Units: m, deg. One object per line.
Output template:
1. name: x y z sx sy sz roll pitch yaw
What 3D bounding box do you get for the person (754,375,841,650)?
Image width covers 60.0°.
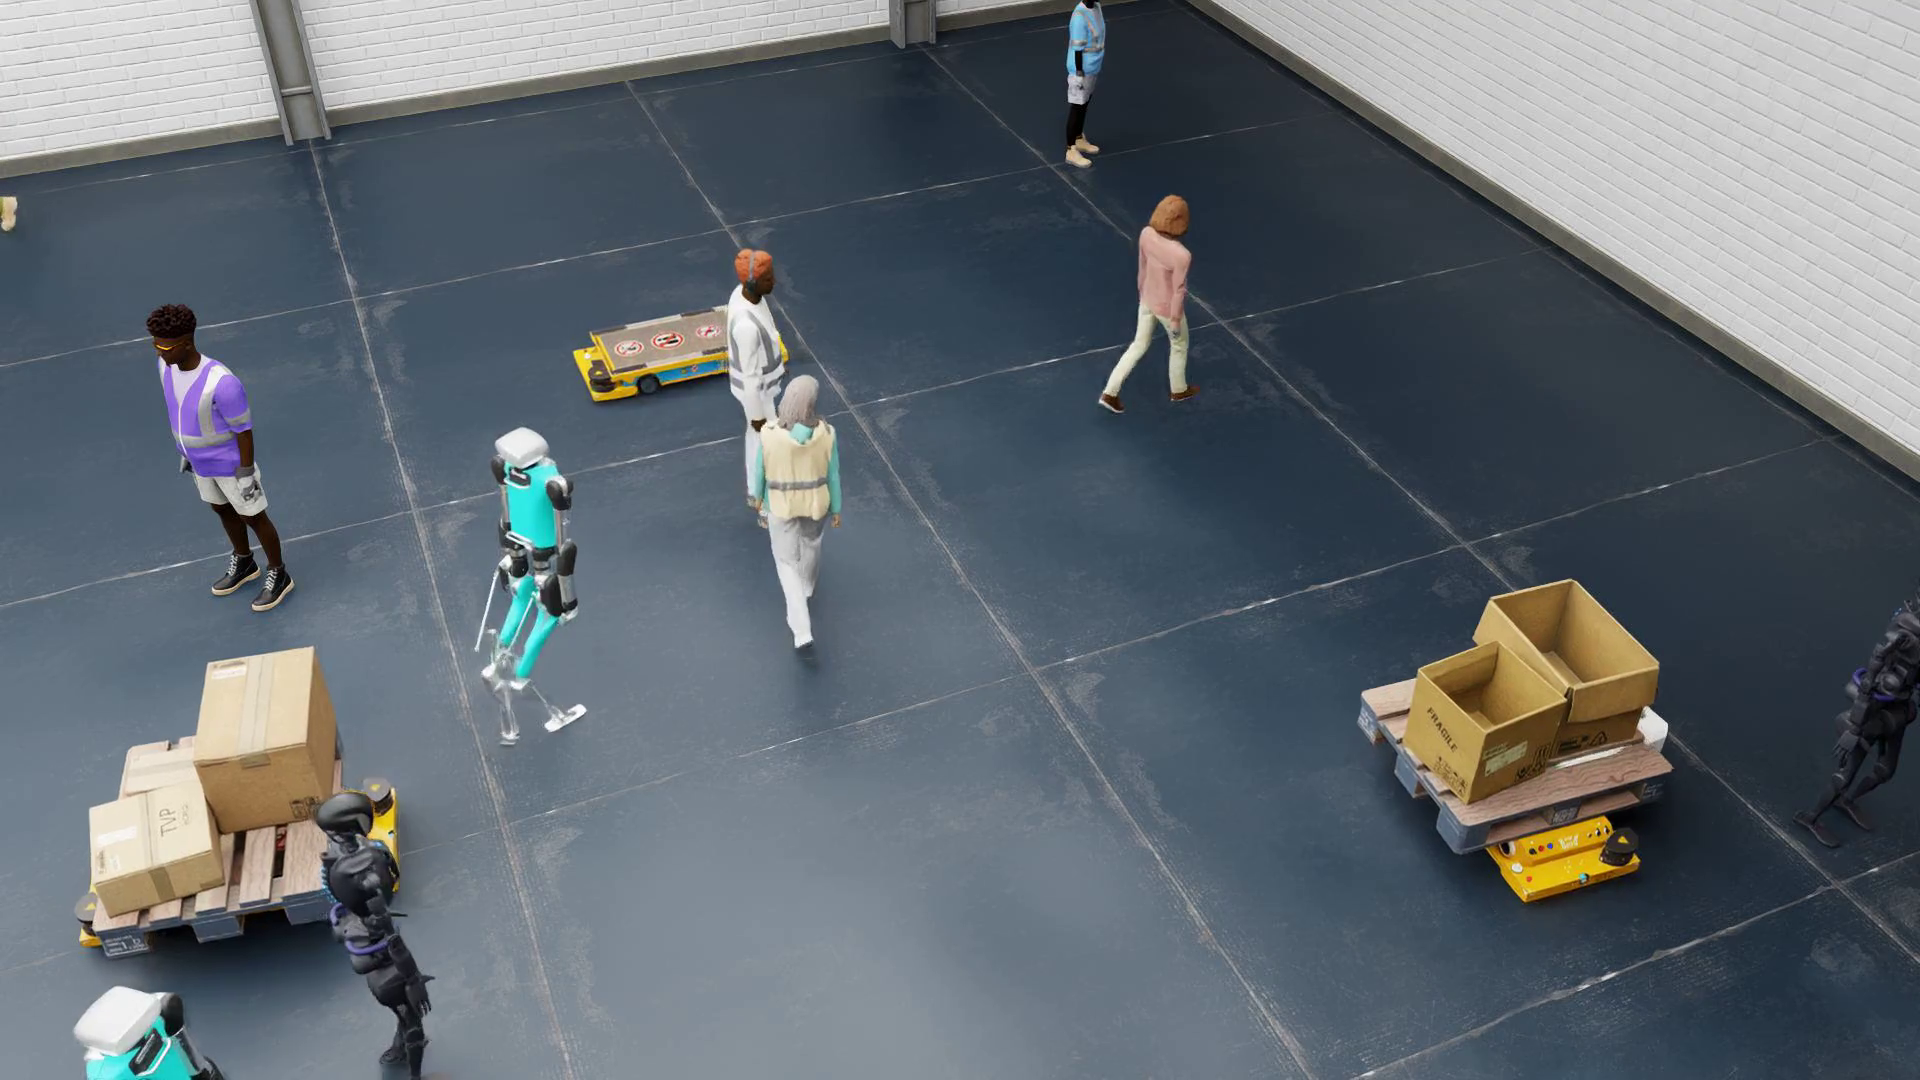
1. person: -0.905 -0.187 9.361 0.477 1.665 0.825 -8 38 -10

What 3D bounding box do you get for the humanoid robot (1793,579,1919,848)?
1. humanoid robot: 4.484 0.822 8.045 0.589 1.650 0.325 -17 41 -21

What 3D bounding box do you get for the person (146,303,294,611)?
1. person: -4.243 -0.471 9.496 0.604 1.966 0.367 18 41 22

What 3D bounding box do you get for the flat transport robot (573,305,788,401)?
1. flat transport robot: -2.030 -1.374 12.062 1.431 0.231 0.659 -14 40 -18

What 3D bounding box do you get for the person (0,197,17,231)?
1. person: -8.120 -3.209 13.188 0.728 1.812 0.533 -13 39 -16

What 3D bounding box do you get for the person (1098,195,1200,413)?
1. person: 1.319 -1.574 11.225 0.789 1.603 0.505 -22 43 -26

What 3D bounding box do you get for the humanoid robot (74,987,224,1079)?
1. humanoid robot: -2.600 2.328 6.066 0.847 1.796 0.553 5 38 6

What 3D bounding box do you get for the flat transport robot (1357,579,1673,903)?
1. flat transport robot: 2.837 1.234 8.668 0.659 0.231 1.431 -12 39 -15

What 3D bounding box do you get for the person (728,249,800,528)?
1. person: -1.205 -0.927 10.157 0.389 1.881 0.588 -4 38 -5

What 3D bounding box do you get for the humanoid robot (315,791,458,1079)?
1. humanoid robot: -2.396 1.693 6.923 0.329 1.652 0.587 -25 44 -29

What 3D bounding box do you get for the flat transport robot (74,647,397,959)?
1. flat transport robot: -3.540 1.579 8.218 1.431 0.231 0.659 -9 38 -11

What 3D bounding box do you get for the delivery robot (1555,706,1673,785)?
1. delivery robot: 3.296 1.092 8.625 0.794 0.603 0.499 -17 41 -20

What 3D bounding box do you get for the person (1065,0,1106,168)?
1. person: 1.093 -4.104 14.442 0.316 1.695 0.541 12 39 15

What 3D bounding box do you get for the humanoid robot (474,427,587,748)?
1. humanoid robot: -2.339 0.359 8.651 0.560 1.815 0.865 24 44 28
